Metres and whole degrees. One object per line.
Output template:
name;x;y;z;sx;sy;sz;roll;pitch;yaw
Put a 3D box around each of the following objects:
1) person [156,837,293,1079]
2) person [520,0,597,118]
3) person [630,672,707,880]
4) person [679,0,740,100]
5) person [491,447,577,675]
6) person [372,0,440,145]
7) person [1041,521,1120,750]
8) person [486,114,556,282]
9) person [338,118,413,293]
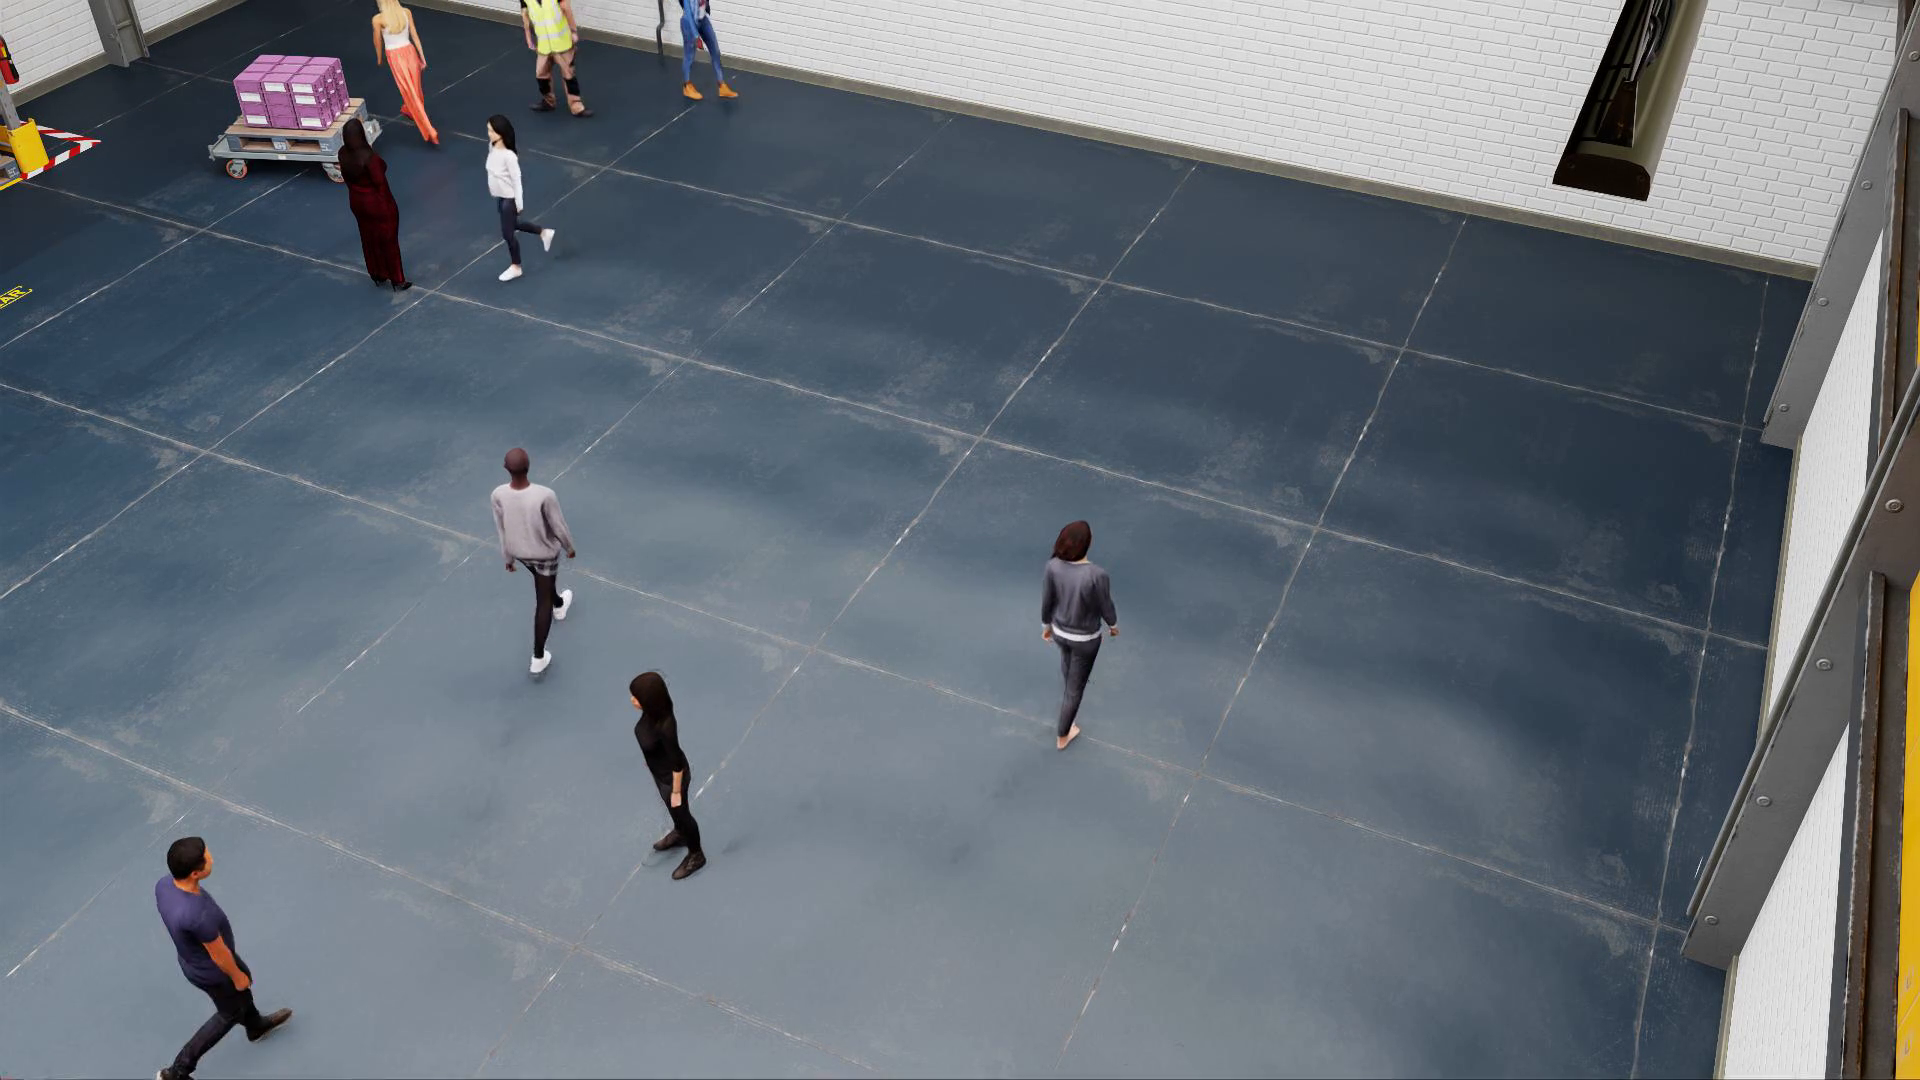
person;-4.138;2.347;9.019;1.104;1.749;0.914;-31;48;-33
person;-4.605;-5.716;19.069;1.035;1.806;0.935;-10;40;-12
person;-1.792;1.420;10.266;0.692;1.640;0.666;-19;42;-22
person;-3.183;-5.975;19.486;0.692;1.691;0.871;19;42;22
person;-3.028;0.154;11.780;0.903;1.730;1.251;4;39;5
person;-6.169;-5.243;18.529;1.264;1.741;1.007;-28;46;-30
person;0.736;0.674;11.125;0.679;1.734;0.975;21;43;25
person;-4.328;-3.377;16.241;1.038;1.682;0.884;-24;44;-27
person;-5.649;-3.213;15.974;0.654;1.758;0.583;17;42;20
